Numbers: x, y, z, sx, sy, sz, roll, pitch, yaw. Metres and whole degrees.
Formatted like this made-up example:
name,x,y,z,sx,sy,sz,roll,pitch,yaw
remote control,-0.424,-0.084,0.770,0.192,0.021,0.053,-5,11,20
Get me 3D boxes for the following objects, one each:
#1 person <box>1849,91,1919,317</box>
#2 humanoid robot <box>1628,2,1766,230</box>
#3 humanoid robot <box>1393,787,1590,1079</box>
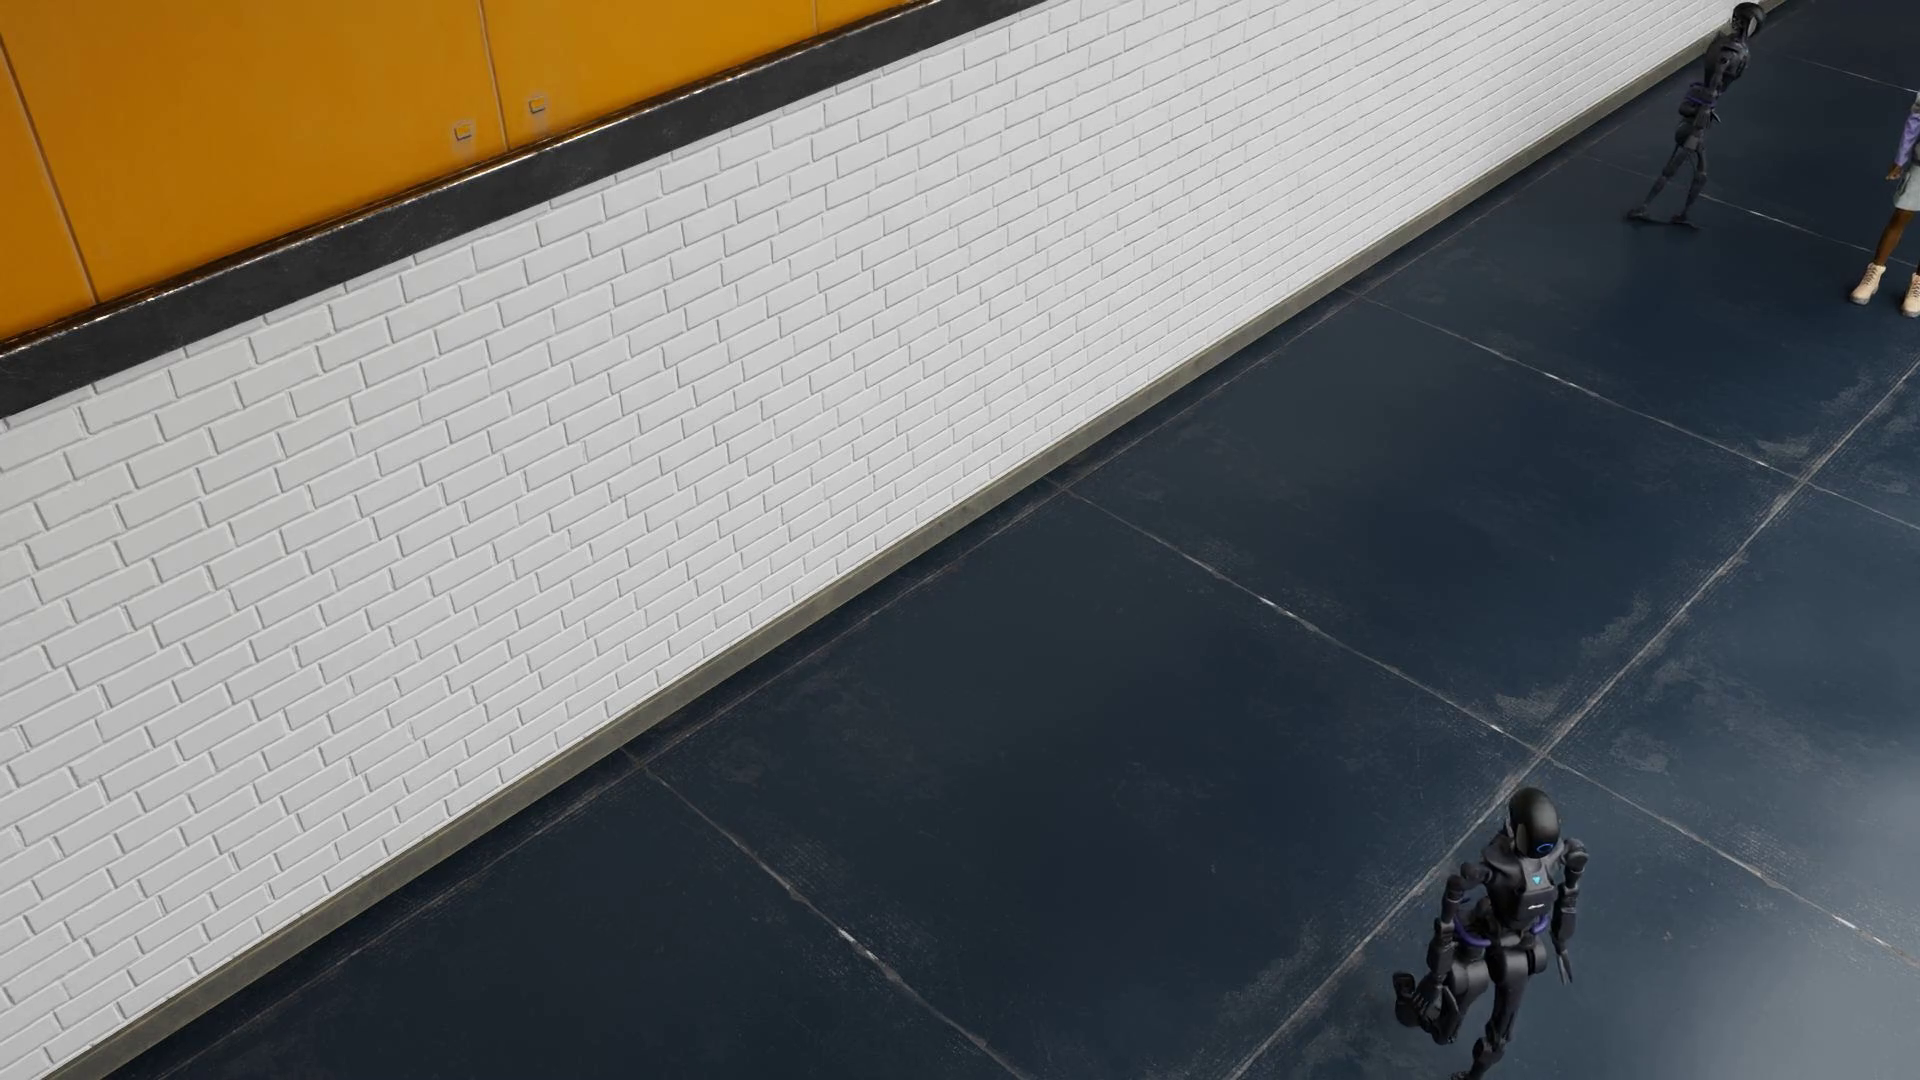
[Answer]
name,x,y,z,sx,sy,sz,roll,pitch,yaw
person,6.200,-2.362,10.454,0.608,2.042,0.394,24,44,27
humanoid robot,5.101,-2.911,11.453,0.626,1.634,0.617,19,42,22
humanoid robot,1.914,1.428,6.025,0.608,1.638,0.592,-10,40,-12
